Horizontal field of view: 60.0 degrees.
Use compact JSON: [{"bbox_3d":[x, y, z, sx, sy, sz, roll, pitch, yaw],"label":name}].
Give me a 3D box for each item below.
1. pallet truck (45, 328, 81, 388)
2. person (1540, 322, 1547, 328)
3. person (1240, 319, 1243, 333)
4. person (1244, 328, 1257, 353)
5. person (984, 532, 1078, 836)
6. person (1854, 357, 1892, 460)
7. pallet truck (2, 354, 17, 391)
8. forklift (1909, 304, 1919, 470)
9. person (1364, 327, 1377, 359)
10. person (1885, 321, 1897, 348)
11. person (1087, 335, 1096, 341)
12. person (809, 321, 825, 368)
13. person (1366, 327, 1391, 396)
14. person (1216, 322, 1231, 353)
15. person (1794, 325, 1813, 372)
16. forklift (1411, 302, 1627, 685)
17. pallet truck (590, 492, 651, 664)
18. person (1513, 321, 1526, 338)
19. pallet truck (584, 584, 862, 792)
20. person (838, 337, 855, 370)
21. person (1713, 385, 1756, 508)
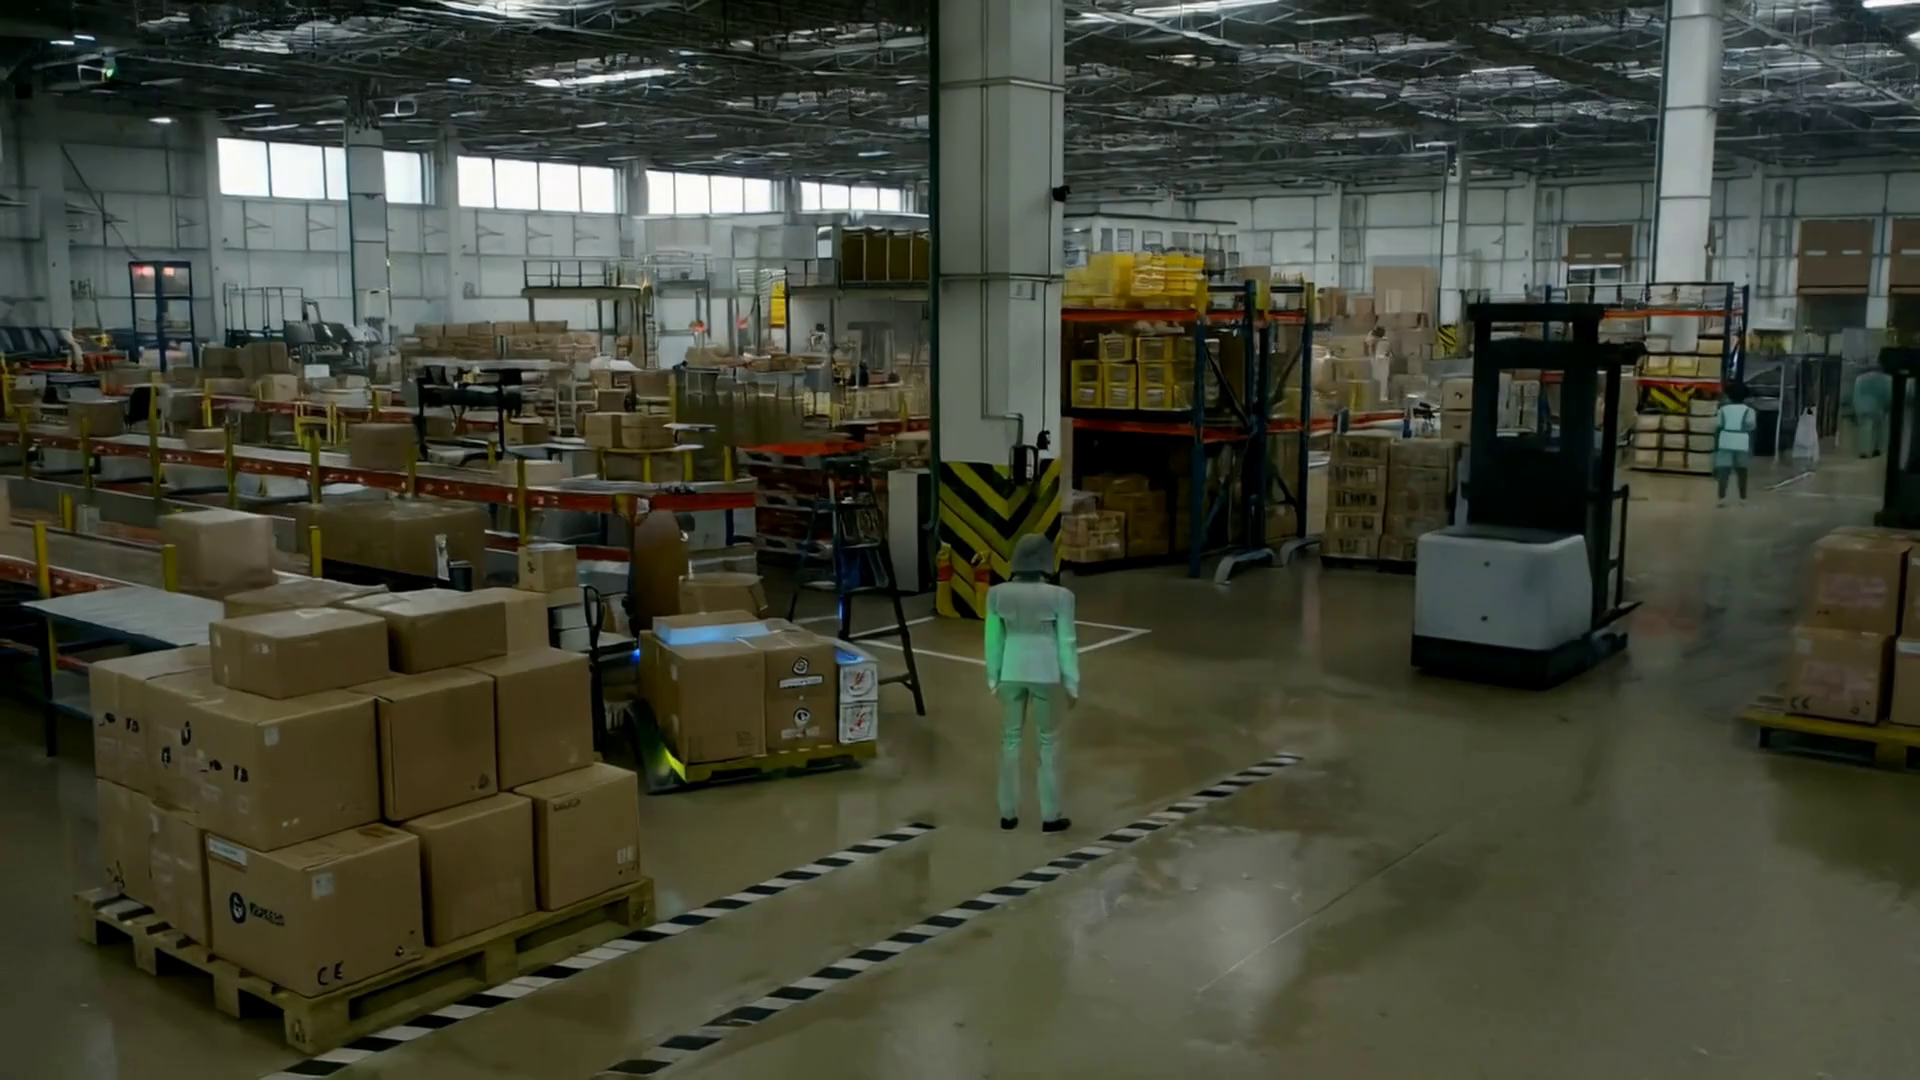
[{"bbox_3d":[-23.775,-4.544,43.495,1.885,1.965,0.823,6,10,35],"label":"pallet truck"},{"bbox_3d":[26.917,-9.410,76.648,0.552,1.910,0.943,-3,9,-17],"label":"person"},{"bbox_3d":[13.570,-9.973,80.245,0.898,1.957,0.637,1,8,5],"label":"person"},{"bbox_3d":[8.691,-5.509,49.888,0.432,2.024,0.626,-1,8,-4],"label":"person"},{"bbox_3d":[0.383,0.768,8.904,0.509,1.632,0.267,3,9,18],"label":"person"},{"bbox_3d":[15.934,-2.300,29.041,0.606,1.783,0.908,7,11,39],"label":"person"},{"bbox_3d":[-24.881,-4.417,42.634,1.885,1.965,0.823,8,11,41],"label":"pallet truck"},{"bbox_3d":[7.292,-0.297,11.902,1.129,2.768,1.873,6,11,37],"label":"forklift"},{"bbox_3d":[13.322,-5.943,53.491,0.900,1.837,0.527,-3,9,-18],"label":"person"},{"bbox_3d":[33.208,-6.861,59.401,0.410,1.918,0.587,1,8,3],"label":"person"},{"bbox_3d":[3.254,-4.291,42.296,0.521,1.843,0.557,-6,11,-37],"label":"person"},{"bbox_3d":[-5.497,-7.530,64.175,0.600,1.837,0.999,-7,11,-41],"label":"person"},{"bbox_3d":[10.932,-4.545,43.351,0.535,2.000,0.768,-7,11,-41],"label":"person"},{"bbox_3d":[10.188,-7.557,64.447,0.624,1.813,0.889,4,9,24],"label":"person"},{"bbox_3d":[31.250,-7.094,61.618,0.861,1.703,0.510,4,9,25],"label":"person"},{"bbox_3d":[4.379,-0.438,12.852,1.129,2.768,1.873,7,11,37],"label":"forklift"},{"bbox_3d":[-3.115,0.344,12.883,0.653,1.274,1.630,7,11,37],"label":"pallet truck"},{"bbox_3d":[21.657,-7.632,64.640,0.878,1.901,0.628,7,11,41],"label":"person"},{"bbox_3d":[-1.426,0.805,10.019,1.601,1.201,0.680,-4,9,-26],"label":"pallet truck"},{"bbox_3d":[-2.950,-4.398,43.285,0.528,1.768,0.313,3,9,20],"label":"person"},{"bbox_3d":[10.468,-1.259,22.482,0.547,1.671,0.719,7,11,40],"label":"person"}]
